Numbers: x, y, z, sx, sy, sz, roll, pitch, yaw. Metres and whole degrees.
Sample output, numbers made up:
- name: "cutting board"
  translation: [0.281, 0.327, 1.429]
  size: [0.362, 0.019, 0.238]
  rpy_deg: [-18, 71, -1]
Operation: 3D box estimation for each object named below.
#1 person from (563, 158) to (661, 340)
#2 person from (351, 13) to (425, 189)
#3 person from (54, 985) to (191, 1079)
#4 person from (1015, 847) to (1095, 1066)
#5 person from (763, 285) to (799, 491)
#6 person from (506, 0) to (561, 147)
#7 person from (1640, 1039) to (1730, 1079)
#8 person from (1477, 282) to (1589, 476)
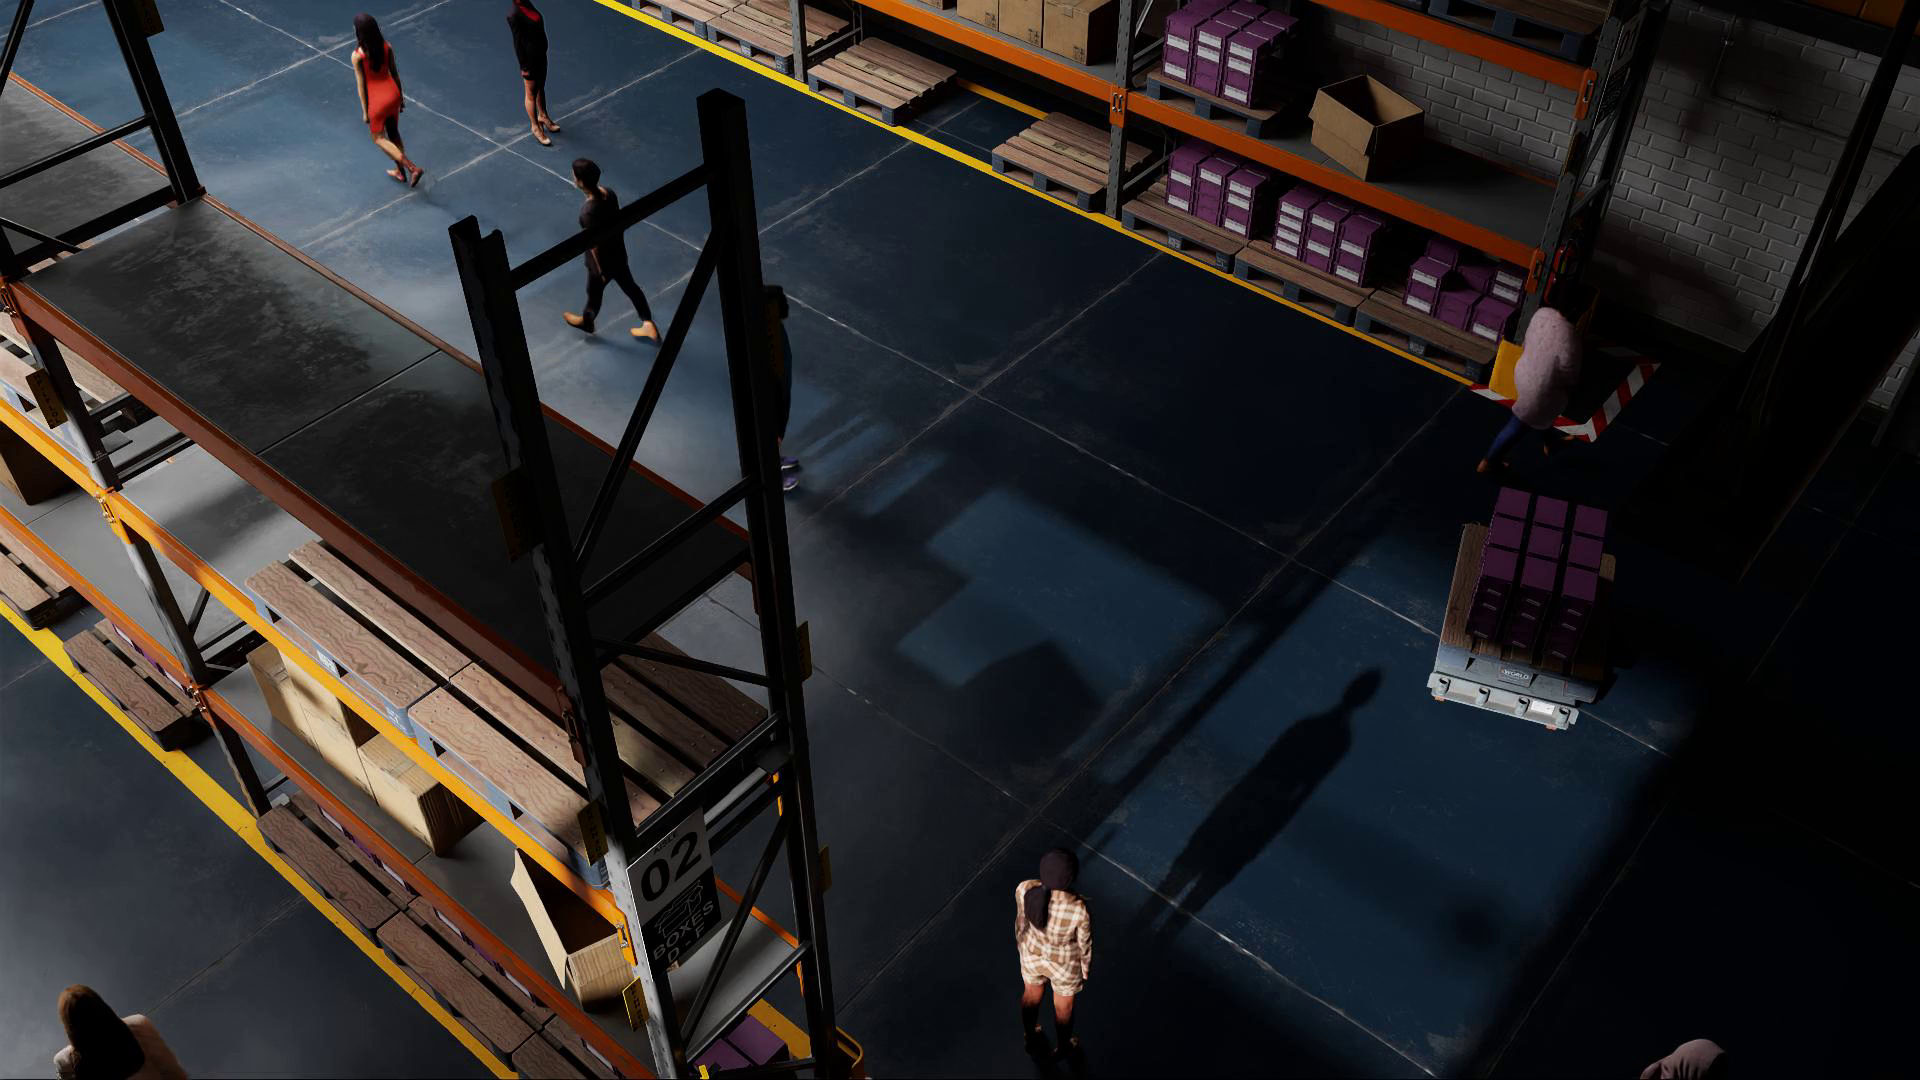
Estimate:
- name: "person"
  translation: [-2.786, -2.298, 13.464]
  size: [1.148, 1.672, 0.863]
  rpy_deg: [15, 46, 16]
- name: "person"
  translation: [-5.225, -3.964, 15.189]
  size: [0.863, 1.706, 0.627]
  rpy_deg: [26, 50, 25]
- name: "person"
  translation: [-3.868, 2.820, 7.996]
  size: [0.735, 1.805, 1.207]
  rpy_deg: [-32, 52, -29]
- name: "person"
  translation: [0.479, 2.185, 8.671]
  size: [0.544, 1.793, 0.687]
  rpy_deg: [20, 47, 20]
- name: "person"
  translation: [-1.387, -1.113, 12.152]
  size: [0.755, 1.767, 0.686]
  rpy_deg: [-5, 44, -5]
- name: "person"
  translation: [-4.089, -4.584, 15.887]
  size: [0.746, 1.640, 0.687]
  rpy_deg: [7, 44, 8]
- name: "person"
  translation: [3.368, 2.884, 8.053]
  size: [0.593, 1.635, 0.613]
  rpy_deg: [30, 51, 28]
- name: "person"
  translation: [4.192, -1.136, 12.227]
  size: [1.134, 1.696, 1.129]
  rpy_deg: [-9, 44, -9]
